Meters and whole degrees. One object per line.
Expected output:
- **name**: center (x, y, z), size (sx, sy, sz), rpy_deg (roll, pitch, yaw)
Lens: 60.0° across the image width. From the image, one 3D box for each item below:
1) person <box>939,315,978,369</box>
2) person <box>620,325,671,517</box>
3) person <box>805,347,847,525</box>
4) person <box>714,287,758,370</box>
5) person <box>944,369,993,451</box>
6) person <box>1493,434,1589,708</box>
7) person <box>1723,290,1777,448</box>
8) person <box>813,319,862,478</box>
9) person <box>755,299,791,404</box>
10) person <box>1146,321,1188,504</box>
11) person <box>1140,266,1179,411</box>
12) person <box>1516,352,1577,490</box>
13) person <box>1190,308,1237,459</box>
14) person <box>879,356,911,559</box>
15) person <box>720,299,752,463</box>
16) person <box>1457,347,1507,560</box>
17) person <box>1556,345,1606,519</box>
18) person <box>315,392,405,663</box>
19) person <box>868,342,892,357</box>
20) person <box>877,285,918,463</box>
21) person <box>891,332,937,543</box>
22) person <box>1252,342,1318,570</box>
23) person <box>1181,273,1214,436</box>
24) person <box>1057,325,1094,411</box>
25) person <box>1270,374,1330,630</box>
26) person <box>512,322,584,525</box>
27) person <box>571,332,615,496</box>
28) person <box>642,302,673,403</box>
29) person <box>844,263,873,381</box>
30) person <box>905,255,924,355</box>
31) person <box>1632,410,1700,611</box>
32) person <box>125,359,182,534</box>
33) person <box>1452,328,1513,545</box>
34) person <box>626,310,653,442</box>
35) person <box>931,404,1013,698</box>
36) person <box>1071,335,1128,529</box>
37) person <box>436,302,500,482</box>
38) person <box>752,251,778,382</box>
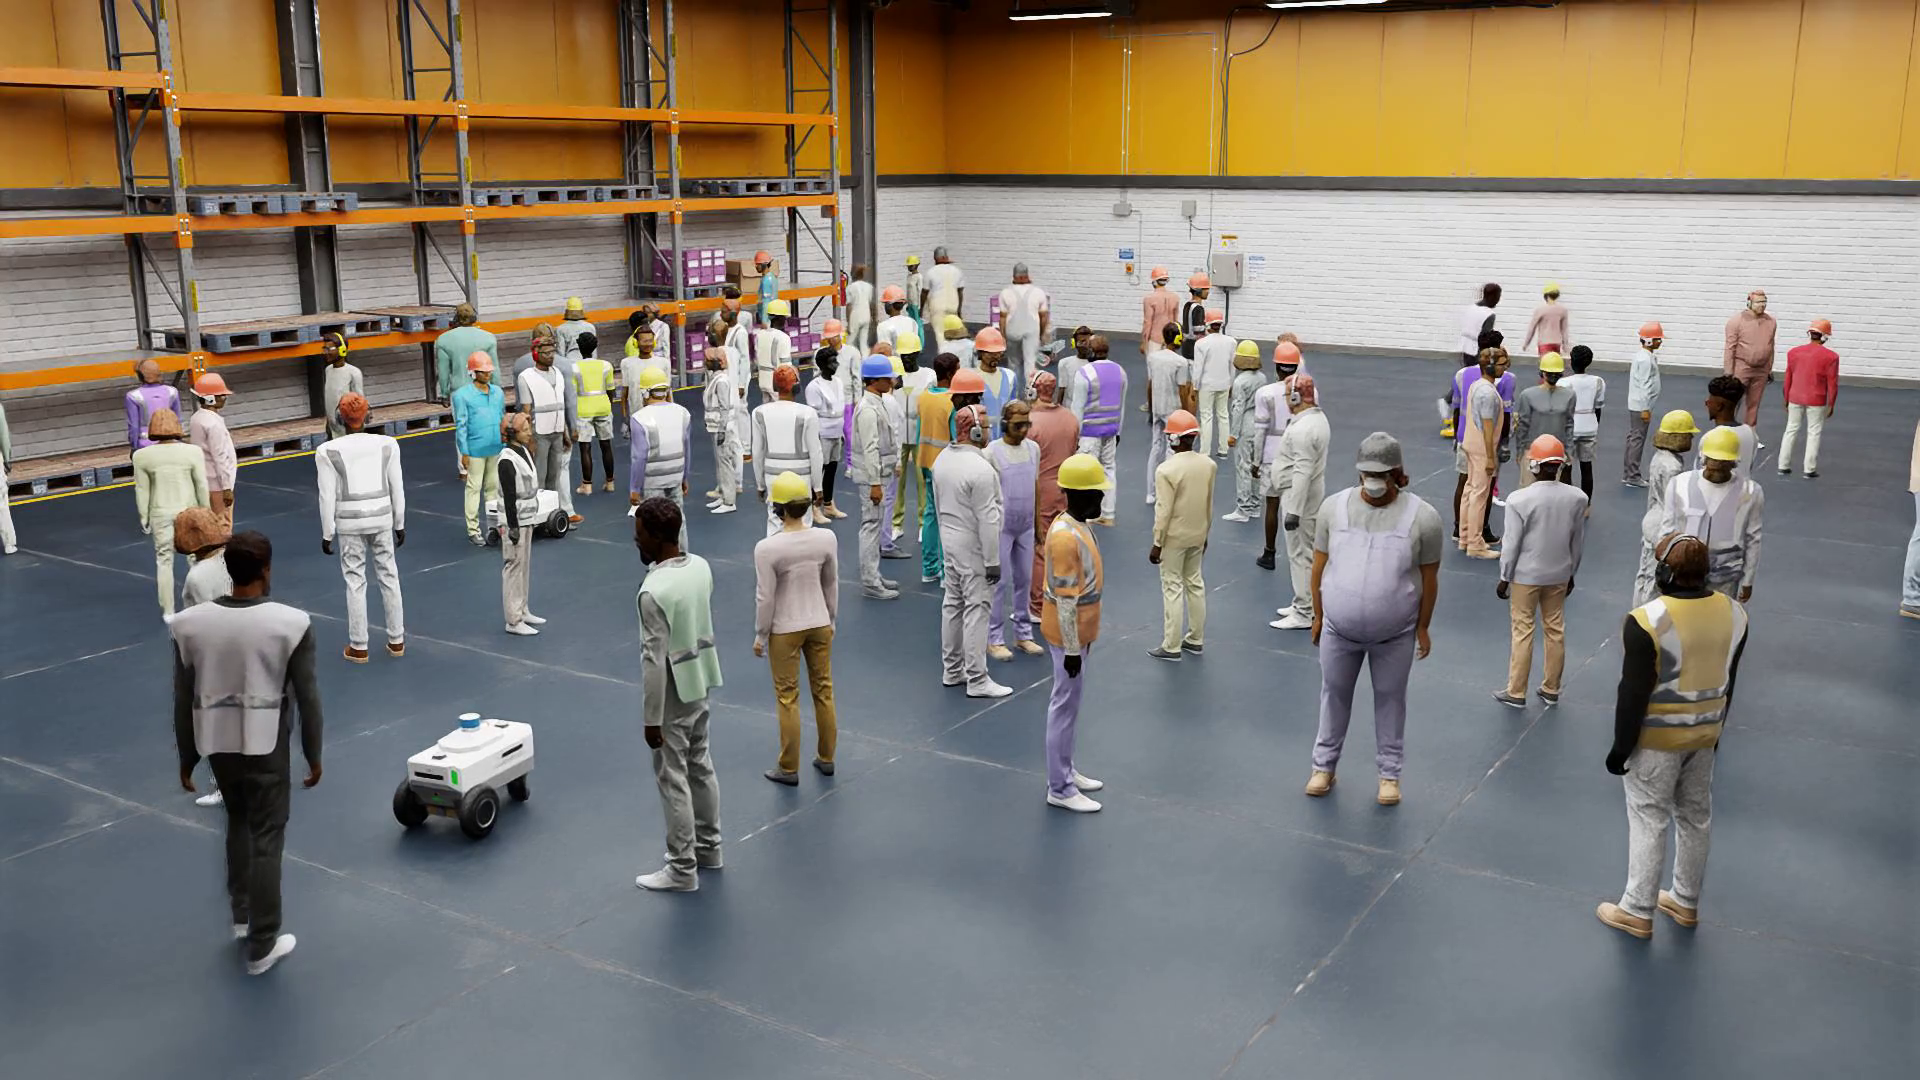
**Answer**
- **person**: center (0.010, -1.691, 18.843), size (0.567, 1.711, 0.517), rpy_deg (-7, 15, -27)
- **person**: center (-3.050, -1.158, 16.204), size (0.512, 1.872, 0.329), rpy_deg (-2, 13, -9)
- **person**: center (-1.269, -1.001, 15.903), size (0.317, 1.695, 0.540), rpy_deg (7, 15, 27)
- **person**: center (-2.865, -2.329, 21.377), size (0.509, 1.831, 0.926), rpy_deg (2, 13, 7)
- **person**: center (0.060, -0.305, 12.357), size (0.360, 1.935, 0.552), rpy_deg (-1, 13, -5)
- **person**: center (3.673, 0.198, 10.574), size (0.563, 1.752, 0.328), rpy_deg (-3, 13, -13)
- **person**: center (9.478, -2.040, 19.951), size (0.651, 1.907, 0.409), rpy_deg (-2, 13, -10)
- **person**: center (-1.349, -1.554, 18.206), size (0.575, 1.742, 0.356), rpy_deg (4, 14, 18)
- **person**: center (-2.031, -1.700, 18.447), size (0.397, 1.920, 0.586), rpy_deg (-11, 17, -39)
- **person**: center (2.084, -1.255, 16.662), size (0.341, 1.857, 0.521), rpy_deg (-12, 17, -41)
- **person**: center (2.733, -2.764, 22.894), size (0.624, 1.992, 0.386), rpy_deg (-8, 15, -32)
- **person**: center (5.243, -0.805, 14.898), size (0.527, 1.767, 0.331), rpy_deg (0, 13, -1)
- **person**: center (2.915, -1.793, 19.209), size (0.562, 1.753, 0.327), rpy_deg (-6, 14, -23)
- **person**: center (-0.613, -0.721, 14.539), size (0.320, 1.766, 0.523), rpy_deg (-4, 14, -16)
- **person**: center (-2.575, -1.811, 19.008), size (0.361, 1.883, 0.574), rpy_deg (-6, 14, -24)
- **person**: center (4.571, -0.759, 14.523), size (0.343, 1.847, 0.506), rpy_deg (1, 13, 2)
- **person**: center (5.932, -1.031, 16.029), size (0.530, 1.697, 0.321), rpy_deg (-3, 13, -12)
- **person**: center (-4.129, -0.084, 11.519), size (0.572, 1.883, 0.356), rpy_deg (-9, 16, -34)
- **person**: center (-0.787, -1.188, 16.852), size (0.284, 1.633, 0.497), rpy_deg (-4, 14, -17)
- **person**: center (-0.742, -1.853, 18.838), size (0.370, 2.044, 0.608), rpy_deg (10, 16, 36)
- **person**: center (-0.444, -0.927, 15.076), size (0.590, 1.926, 0.388), rpy_deg (3, 13, 11)
- **person**: center (2.742, -0.708, 14.100), size (0.542, 1.939, 0.365), rpy_deg (-1, 13, -3)
- **person**: center (2.978, -2.326, 20.892), size (0.379, 2.044, 0.607), rpy_deg (-2, 13, -9)
- **person**: center (1.196, -1.157, 16.209), size (0.538, 1.864, 0.313), rpy_deg (-3, 13, -14)
- **person**: center (2.505, -0.283, 12.347), size (0.400, 1.900, 0.644), rpy_deg (5, 14, 21)
- **person**: center (-3.890, -1.083, 15.728), size (0.627, 1.940, 0.370), rpy_deg (4, 14, 16)
- **person**: center (-3.818, -1.303, 17.208), size (0.535, 1.697, 0.322), rpy_deg (-9, 16, -33)
- **person**: center (-3.934, -2.261, 21.522), size (0.515, 1.629, 0.320), rpy_deg (8, 15, 31)
- **person**: center (-1.592, -3.395, 25.985), size (0.507, 1.833, 0.393), rpy_deg (-8, 15, -32)
- **person**: center (-0.815, -4.163, 29.488), size (0.338, 1.761, 0.524), rpy_deg (-7, 15, -29)
- **person**: center (4.949, -0.048, 11.663), size (0.308, 1.744, 0.485), rpy_deg (2, 13, 11)
- **person**: center (-7.455, -0.865, 15.443), size (0.309, 1.637, 0.514), rpy_deg (9, 16, 34)
- **person**: center (4.704, -0.924, 15.003), size (0.376, 1.958, 0.600), rpy_deg (-9, 16, -36)
- **person**: center (-3.765, -1.855, 19.605), size (0.317, 1.695, 0.540), rpy_deg (1, 13, 5)
- **person**: center (0.085, 0.070, 10.796), size (0.410, 1.909, 0.642), rpy_deg (-8, 15, -30)
- **person**: center (1.284, -1.011, 15.668), size (0.632, 1.832, 0.430), rpy_deg (-10, 16, -38)
- **person**: center (-5.280, -1.589, 17.923), size (0.635, 1.937, 0.353), rpy_deg (-4, 14, -17)
- **person**: center (-3.015, -3.456, 25.821), size (0.406, 2.035, 0.608), rpy_deg (0, 13, 1)
